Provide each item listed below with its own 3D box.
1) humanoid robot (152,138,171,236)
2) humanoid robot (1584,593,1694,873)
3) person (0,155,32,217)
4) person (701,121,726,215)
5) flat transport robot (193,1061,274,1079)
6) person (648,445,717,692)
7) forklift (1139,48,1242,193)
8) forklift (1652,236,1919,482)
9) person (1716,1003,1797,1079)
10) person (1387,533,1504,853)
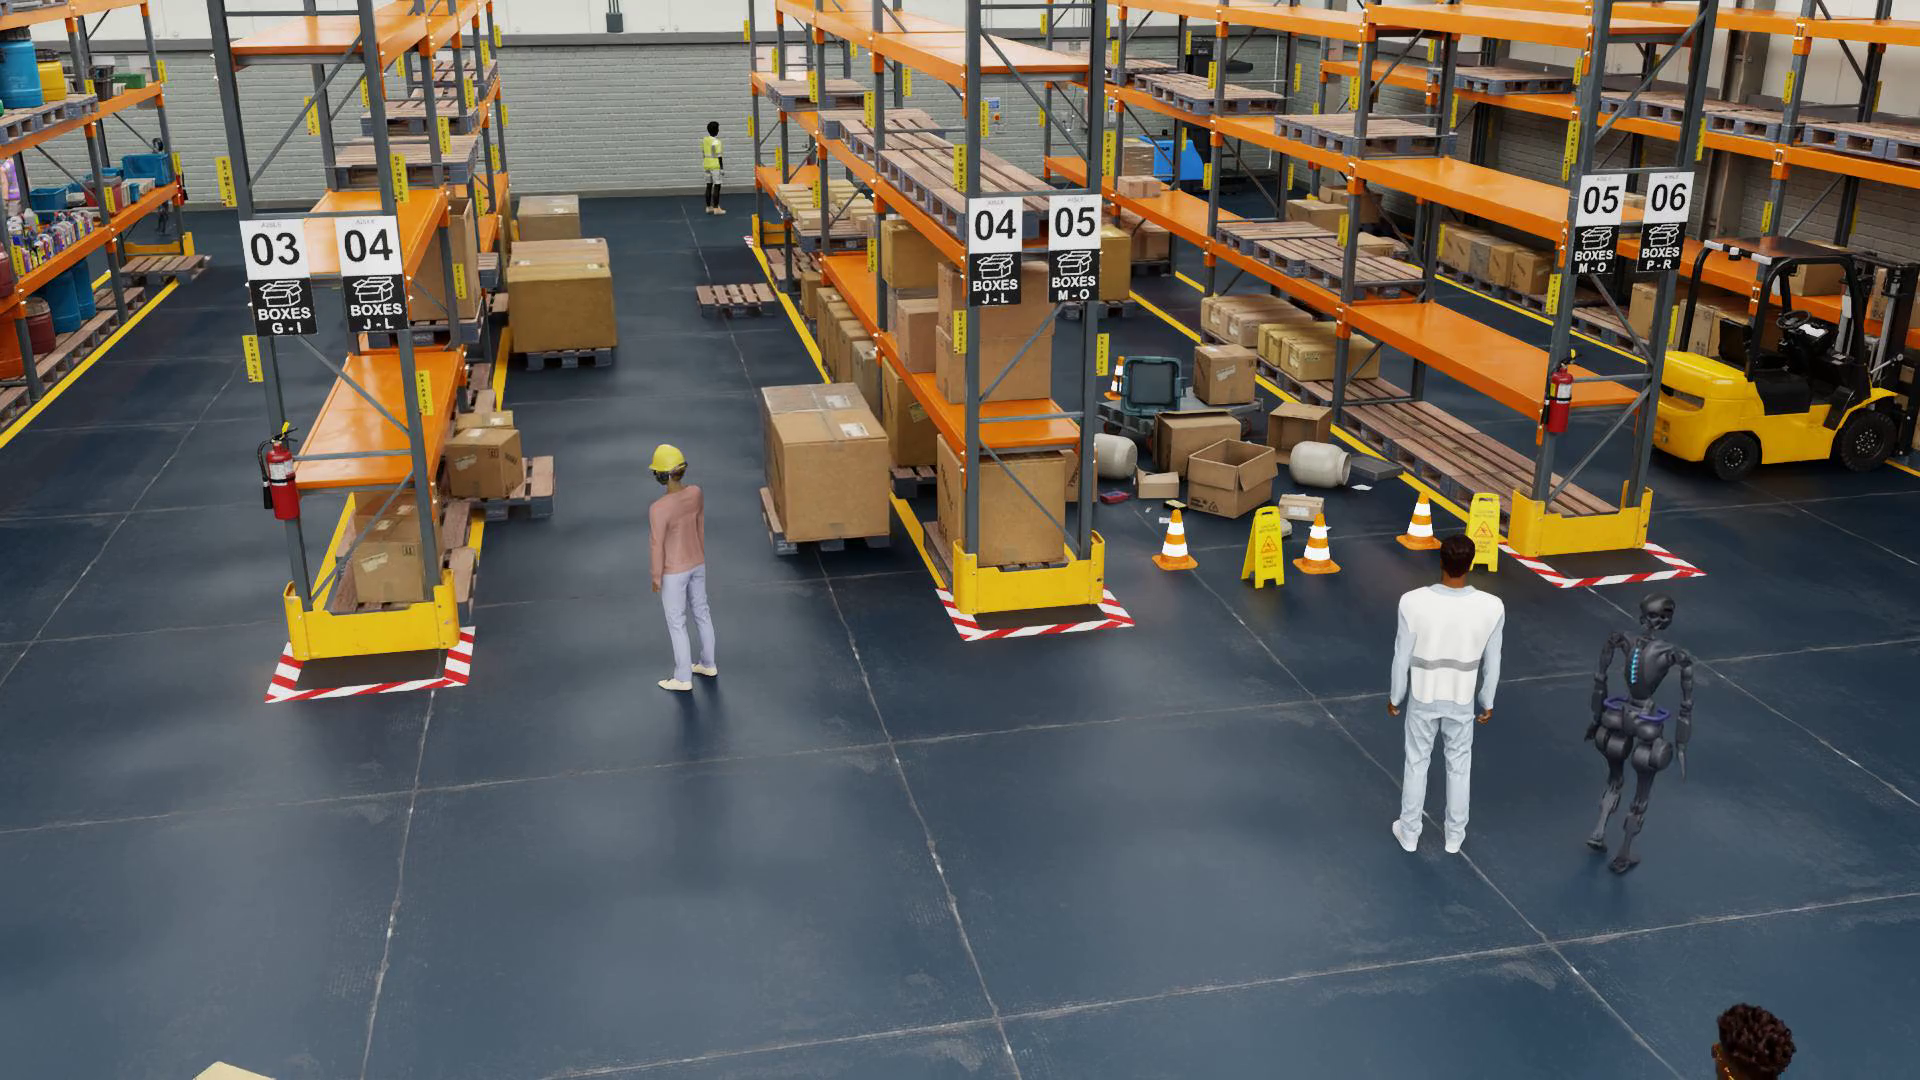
[{"bbox_3d":[-13.683,-6.039,28.450,0.364,1.647,0.598,9,22,24],"label":"humanoid robot"},{"bbox_3d":[3.784,1.070,9.293,0.349,1.643,0.616,-17,26,-38],"label":"humanoid robot"},{"bbox_3d":[-15.366,-5.565,27.152,0.347,1.688,0.491,11,23,27],"label":"person"},{"bbox_3d":[-4.528,-6.837,30.575,0.539,1.686,0.323,18,27,39],"label":"person"},{"bbox_3d":[-2.372,3.133,5.767,1.431,0.231,0.659,-17,26,-39],"label":"flat transport robot"},{"bbox_3d":[-1.967,0.188,11.564,0.343,1.760,0.521,12,24,29],"label":"person"},{"bbox_3d":[4.566,-8.313,32.860,1.873,2.768,1.129,-4,21,-12],"label":"forklift"},{"bbox_3d":[8.013,-1.814,16.330,2.313,2.155,1.214,-4,21,-12],"label":"forklift"},{"bbox_3d":[2.431,2.406,5.330,0.615,1.934,0.651,-2,20,-6],"label":"person"},{"bbox_3d":[2.742,0.887,9.448,0.594,1.916,0.371,3,21,7],"label":"person"}]
